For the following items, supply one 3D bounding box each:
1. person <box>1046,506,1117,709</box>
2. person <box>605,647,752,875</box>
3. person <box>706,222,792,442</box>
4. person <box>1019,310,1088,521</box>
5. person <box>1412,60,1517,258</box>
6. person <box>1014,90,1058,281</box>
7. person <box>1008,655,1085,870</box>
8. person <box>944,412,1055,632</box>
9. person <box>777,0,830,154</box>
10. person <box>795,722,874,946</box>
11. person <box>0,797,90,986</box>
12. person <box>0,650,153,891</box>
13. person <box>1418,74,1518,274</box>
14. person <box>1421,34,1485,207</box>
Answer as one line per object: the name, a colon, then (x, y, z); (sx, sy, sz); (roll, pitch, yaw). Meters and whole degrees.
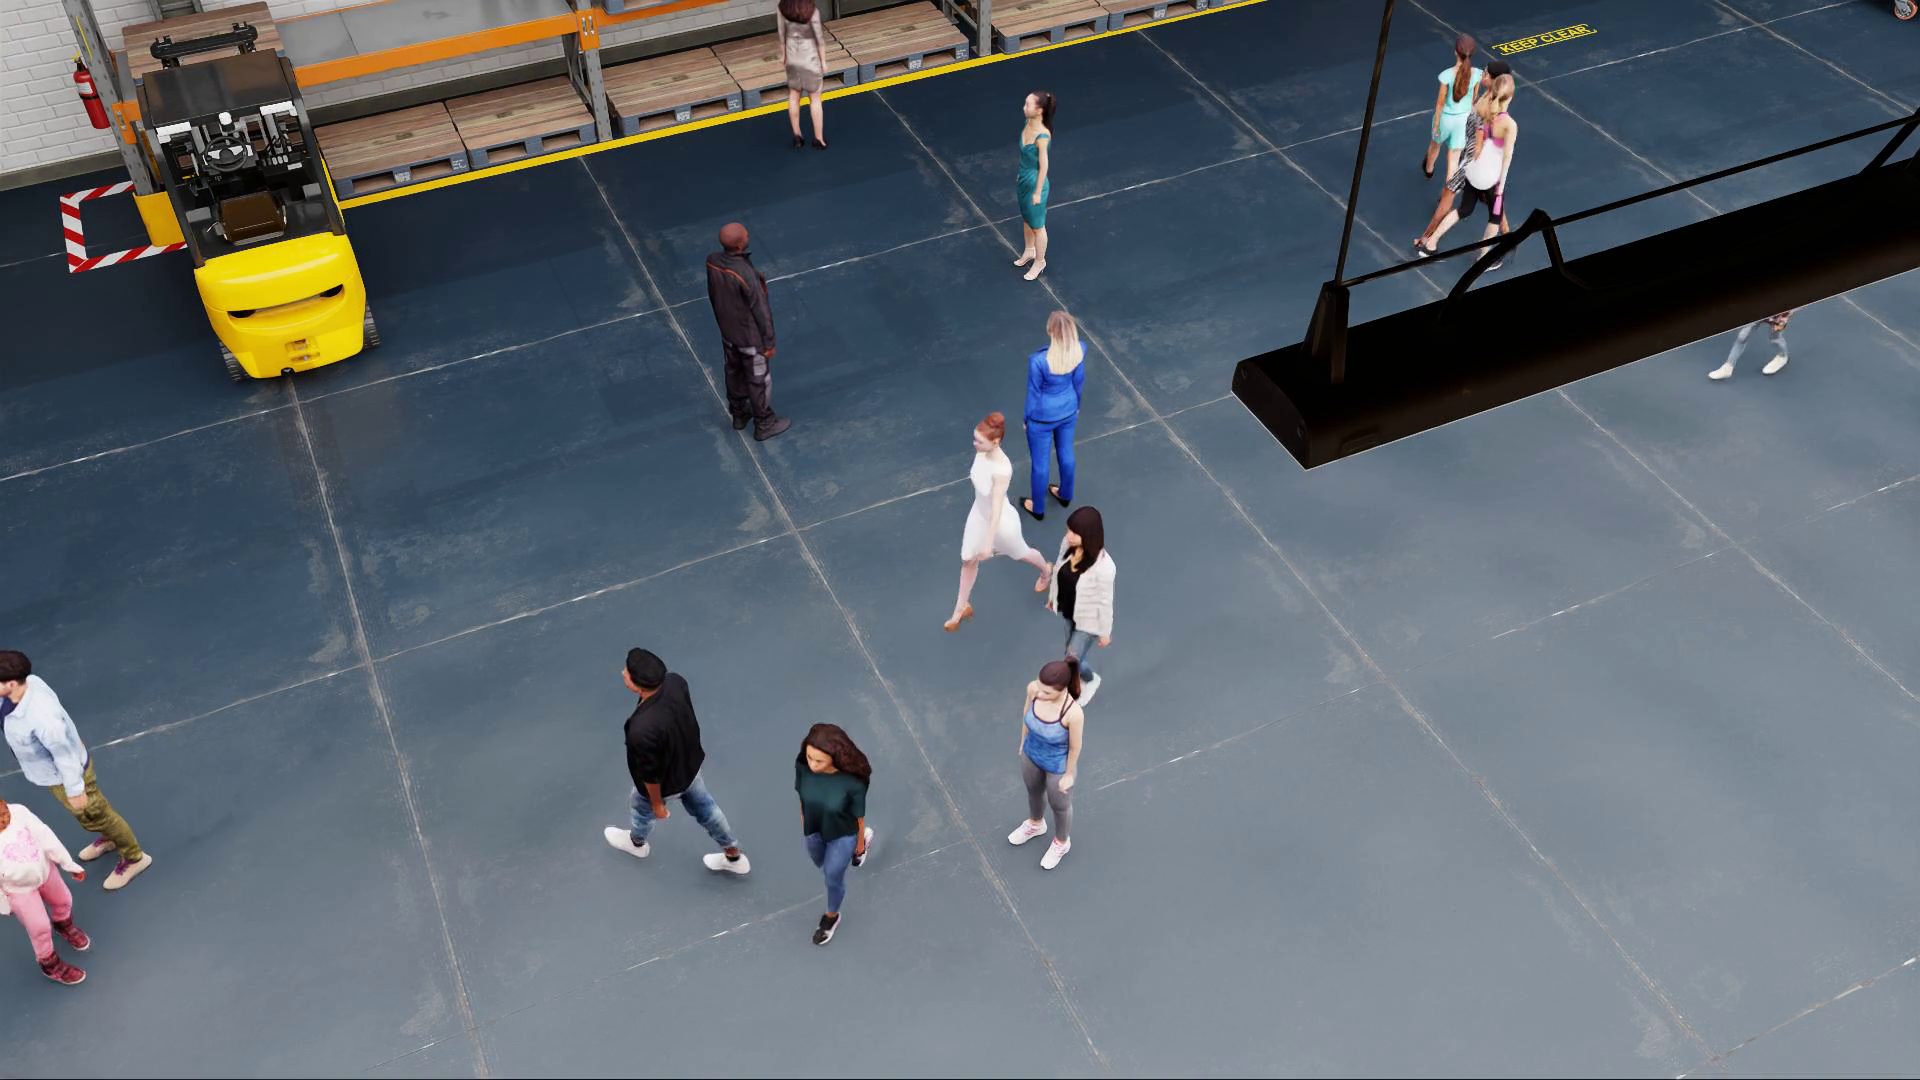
person: (0.803, 0.403, 10.228); (0.650, 1.630, 0.697); (-27, 50, -25)
person: (-1.532, 1.284, 9.203); (1.219, 1.768, 1.181); (15, 46, 15)
person: (-1.584, -1.527, 12.112); (0.793, 1.825, 0.786); (27, 50, 25)
person: (0.654, -0.862, 11.505); (0.508, 1.700, 0.686); (-23, 48, -22)
person: (4.386, -3.097, 13.794); (1.105, 1.779, 1.101); (18, 47, 18)
person: (0.603, -2.918, 13.673); (0.503, 1.687, 0.568); (-14, 45, -14)
person: (0.505, 1.231, 9.373); (0.643, 1.610, 0.632); (-34, 53, -30)
person: (0.333, -0.127, 10.698); (1.078, 1.748, 0.601); (-19, 47, -19)
person: (-1.427, -4.352, 15.137); (0.665, 1.743, 0.721); (15, 46, 15)
person: (-0.651, 1.517, 9.080); (0.902, 1.600, 1.008); (19, 47, 19)
person: (-5.051, 1.774, 8.920); (0.803, 1.448, 0.745); (19, 47, 19)
person: (-4.958, 1.250, 9.207); (0.666, 1.811, 0.735); (-30, 51, -28)
person: (4.244, -2.990, 13.702); (0.855, 1.751, 0.633); (-14, 45, -14)
person: (4.318, -3.603, 14.517); (1.078, 1.513, 0.963); (2, 44, 3)
